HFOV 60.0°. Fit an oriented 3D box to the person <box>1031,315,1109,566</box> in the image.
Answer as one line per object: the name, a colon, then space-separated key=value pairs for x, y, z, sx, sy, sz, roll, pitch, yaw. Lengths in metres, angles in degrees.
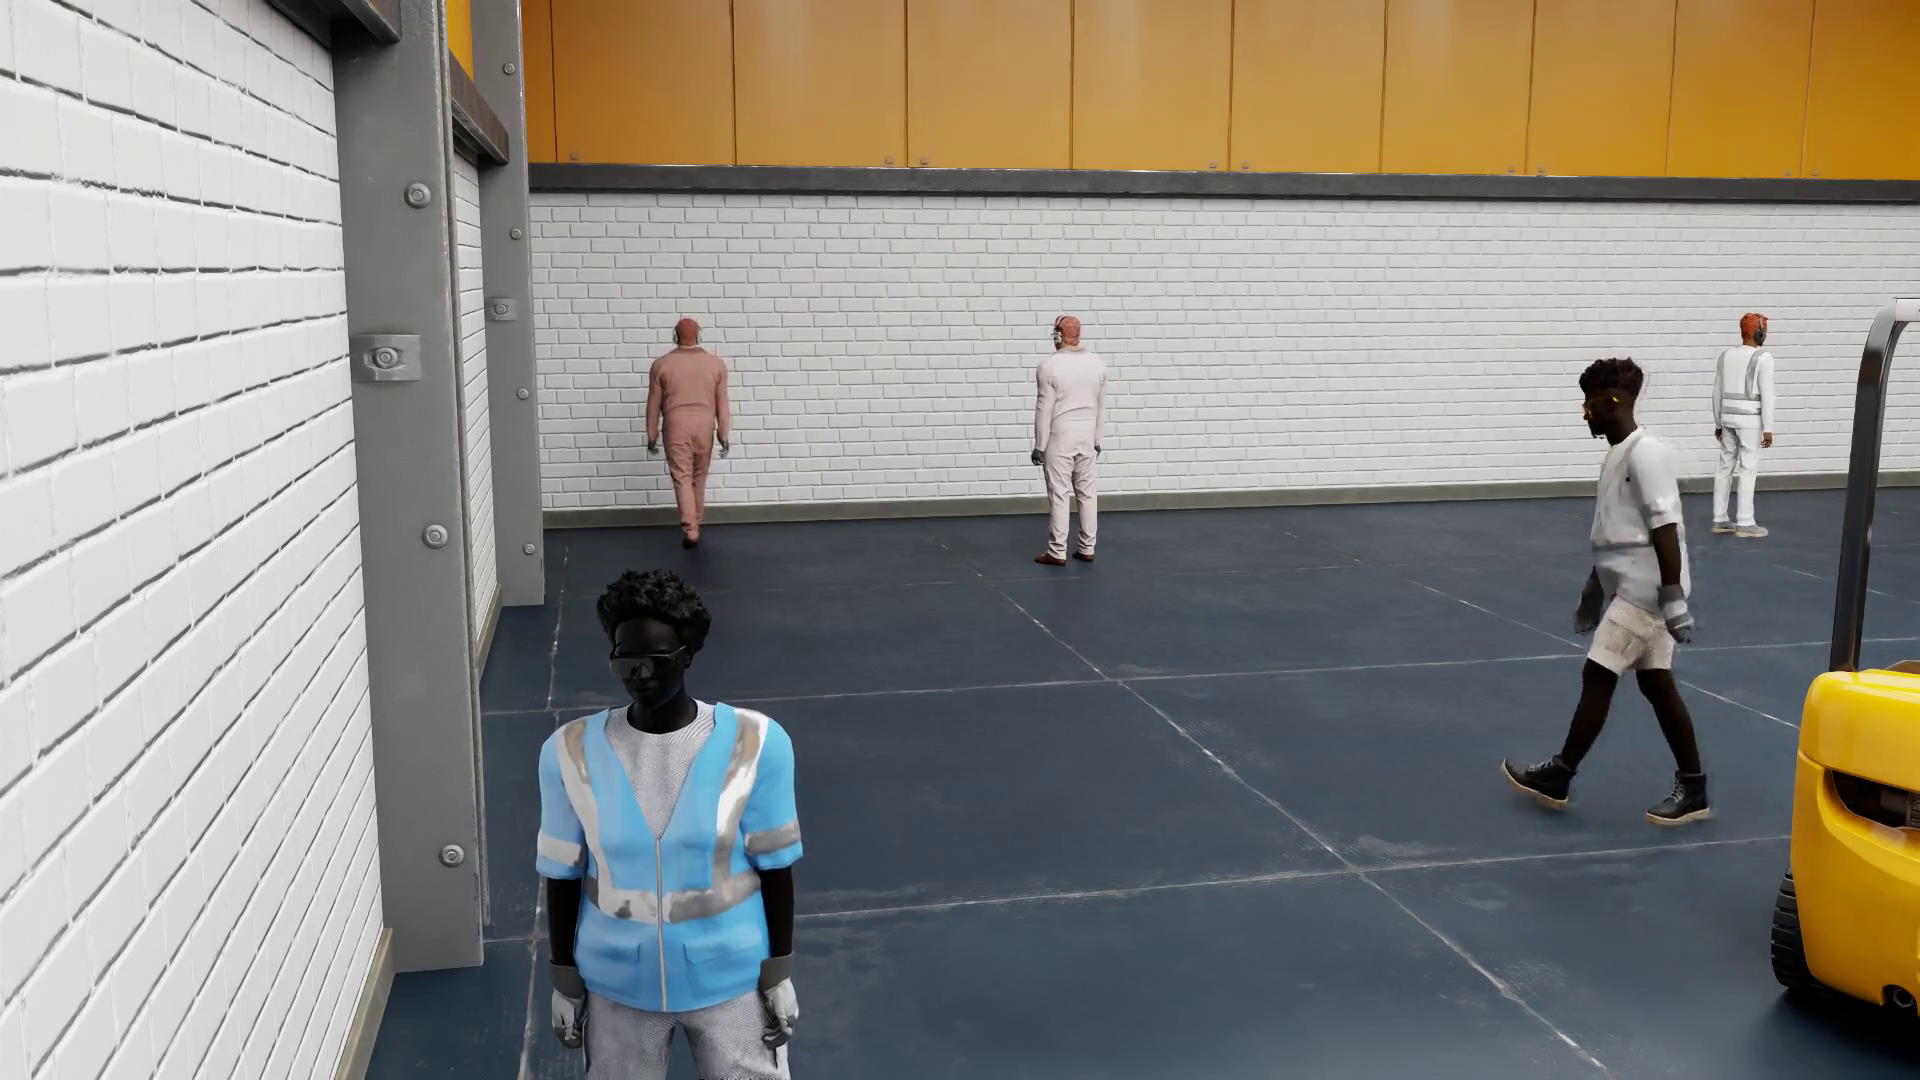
person: x=0.813 y=-0.755 z=12.693 sx=0.638 sy=1.908 sz=0.409 roll=-6 pitch=11 yaw=-33

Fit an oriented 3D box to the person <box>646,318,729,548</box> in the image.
person: x=-2.237 y=-0.886 z=13.654 sx=0.659 sy=1.860 sz=0.980 roll=-3 pitch=10 yaw=-19

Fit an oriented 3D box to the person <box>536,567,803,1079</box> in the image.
person: x=-0.582 y=0.884 z=3.365 sx=0.535 sy=1.690 sz=0.320 roll=0 pitch=9 yaw=0

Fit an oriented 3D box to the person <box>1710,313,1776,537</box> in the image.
person: x=6.629 y=-0.972 z=14.075 sx=0.337 sy=1.882 sz=0.585 roll=-4 pitch=10 yaw=-22

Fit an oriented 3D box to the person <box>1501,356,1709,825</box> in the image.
person: x=2.716 y=0.208 z=6.837 sx=0.852 sy=1.900 sz=0.668 roll=3 pitch=10 yaw=19

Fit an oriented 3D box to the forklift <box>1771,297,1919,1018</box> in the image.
forklift: x=3.542 y=0.334 z=5.177 sx=2.313 sy=2.155 sz=1.214 roll=-9 pitch=13 yaw=-43
